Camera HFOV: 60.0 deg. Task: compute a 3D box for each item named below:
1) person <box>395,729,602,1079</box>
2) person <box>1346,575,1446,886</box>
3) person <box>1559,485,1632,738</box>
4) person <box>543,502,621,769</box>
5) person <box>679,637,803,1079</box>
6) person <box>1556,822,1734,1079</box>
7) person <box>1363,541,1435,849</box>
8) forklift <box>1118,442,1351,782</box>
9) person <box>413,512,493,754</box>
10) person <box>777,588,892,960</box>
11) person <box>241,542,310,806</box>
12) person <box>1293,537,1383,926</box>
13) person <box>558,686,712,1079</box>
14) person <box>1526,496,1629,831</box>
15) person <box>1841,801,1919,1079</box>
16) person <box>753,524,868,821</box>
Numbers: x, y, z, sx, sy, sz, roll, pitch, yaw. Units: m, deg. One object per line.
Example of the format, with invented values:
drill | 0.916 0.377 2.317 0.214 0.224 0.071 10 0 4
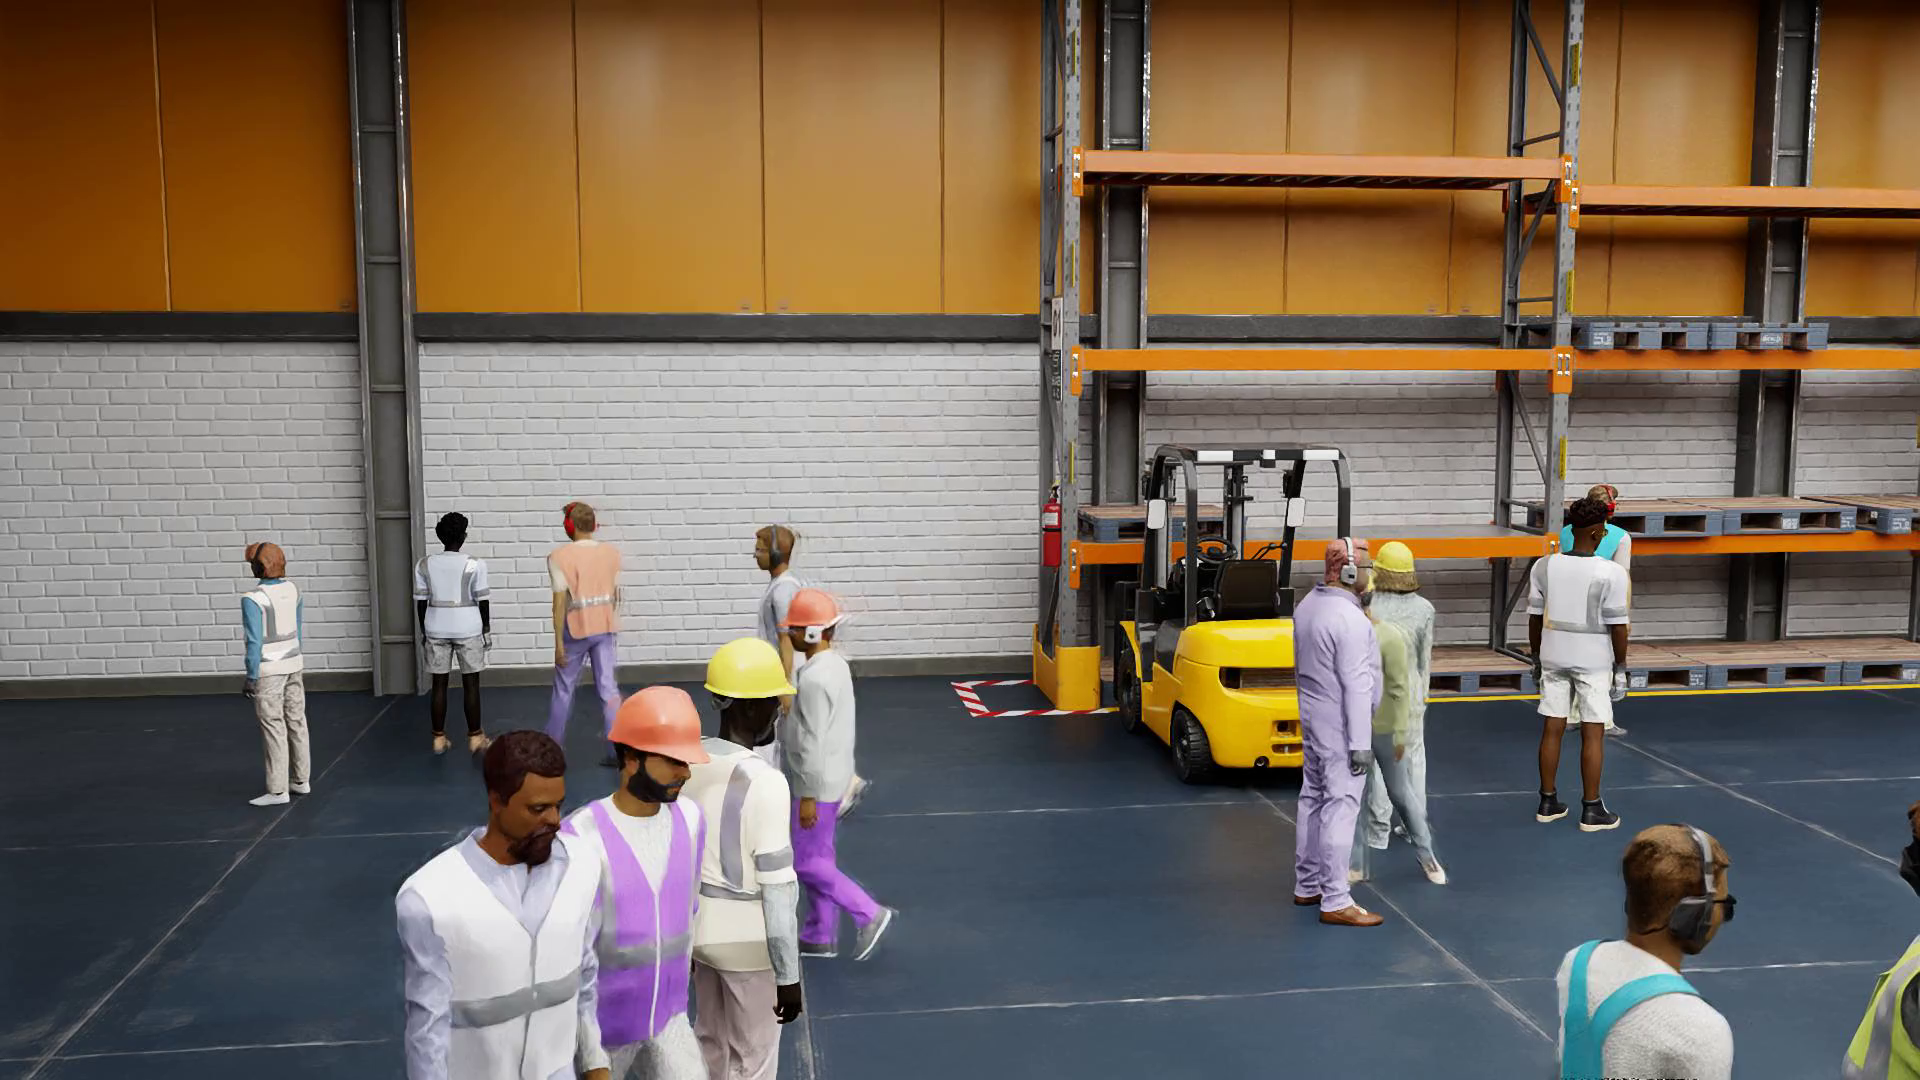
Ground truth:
person | -1.218 1.393 4.313 0.776 1.888 0.603 6 9 42
person | 2.219 0.966 8.735 0.676 1.727 0.565 -5 8 -37
person | 4.615 0.517 12.137 0.373 1.843 0.571 -5 8 -37
person | -2.565 0.640 11.295 0.569 1.795 0.907 -6 9 -43
person | -0.687 1.261 5.267 0.375 1.925 0.595 -6 9 -42
person | 1.476 1.508 3.552 0.405 1.831 0.530 -1 7 -10
person | 2.448 0.875 9.443 0.487 1.746 0.289 -3 7 -23
forklift | 1.912 0.418 11.496 1.214 2.155 2.313 -1 7 -8
person | -3.524 0.651 11.609 0.541 1.695 0.316 0 7 4
person | -0.607 1.085 7.611 0.490 1.739 0.582 1 7 6
person | -4.253 0.827 10.316 0.315 1.640 0.515 2 7 14
person | 1.892 0.932 8.247 0.402 1.906 0.652 -1 7 -11
person | -0.899 1.349 4.685 0.570 1.877 0.979 -6 9 -44
person | 3.657 0.721 9.831 0.362 1.963 0.613 -6 9 -42
person | 2.255 1.470 3.819 0.429 1.844 0.627 6 9 40
person | -0.986 0.803 9.792 0.807 1.820 0.512 0 7 0
